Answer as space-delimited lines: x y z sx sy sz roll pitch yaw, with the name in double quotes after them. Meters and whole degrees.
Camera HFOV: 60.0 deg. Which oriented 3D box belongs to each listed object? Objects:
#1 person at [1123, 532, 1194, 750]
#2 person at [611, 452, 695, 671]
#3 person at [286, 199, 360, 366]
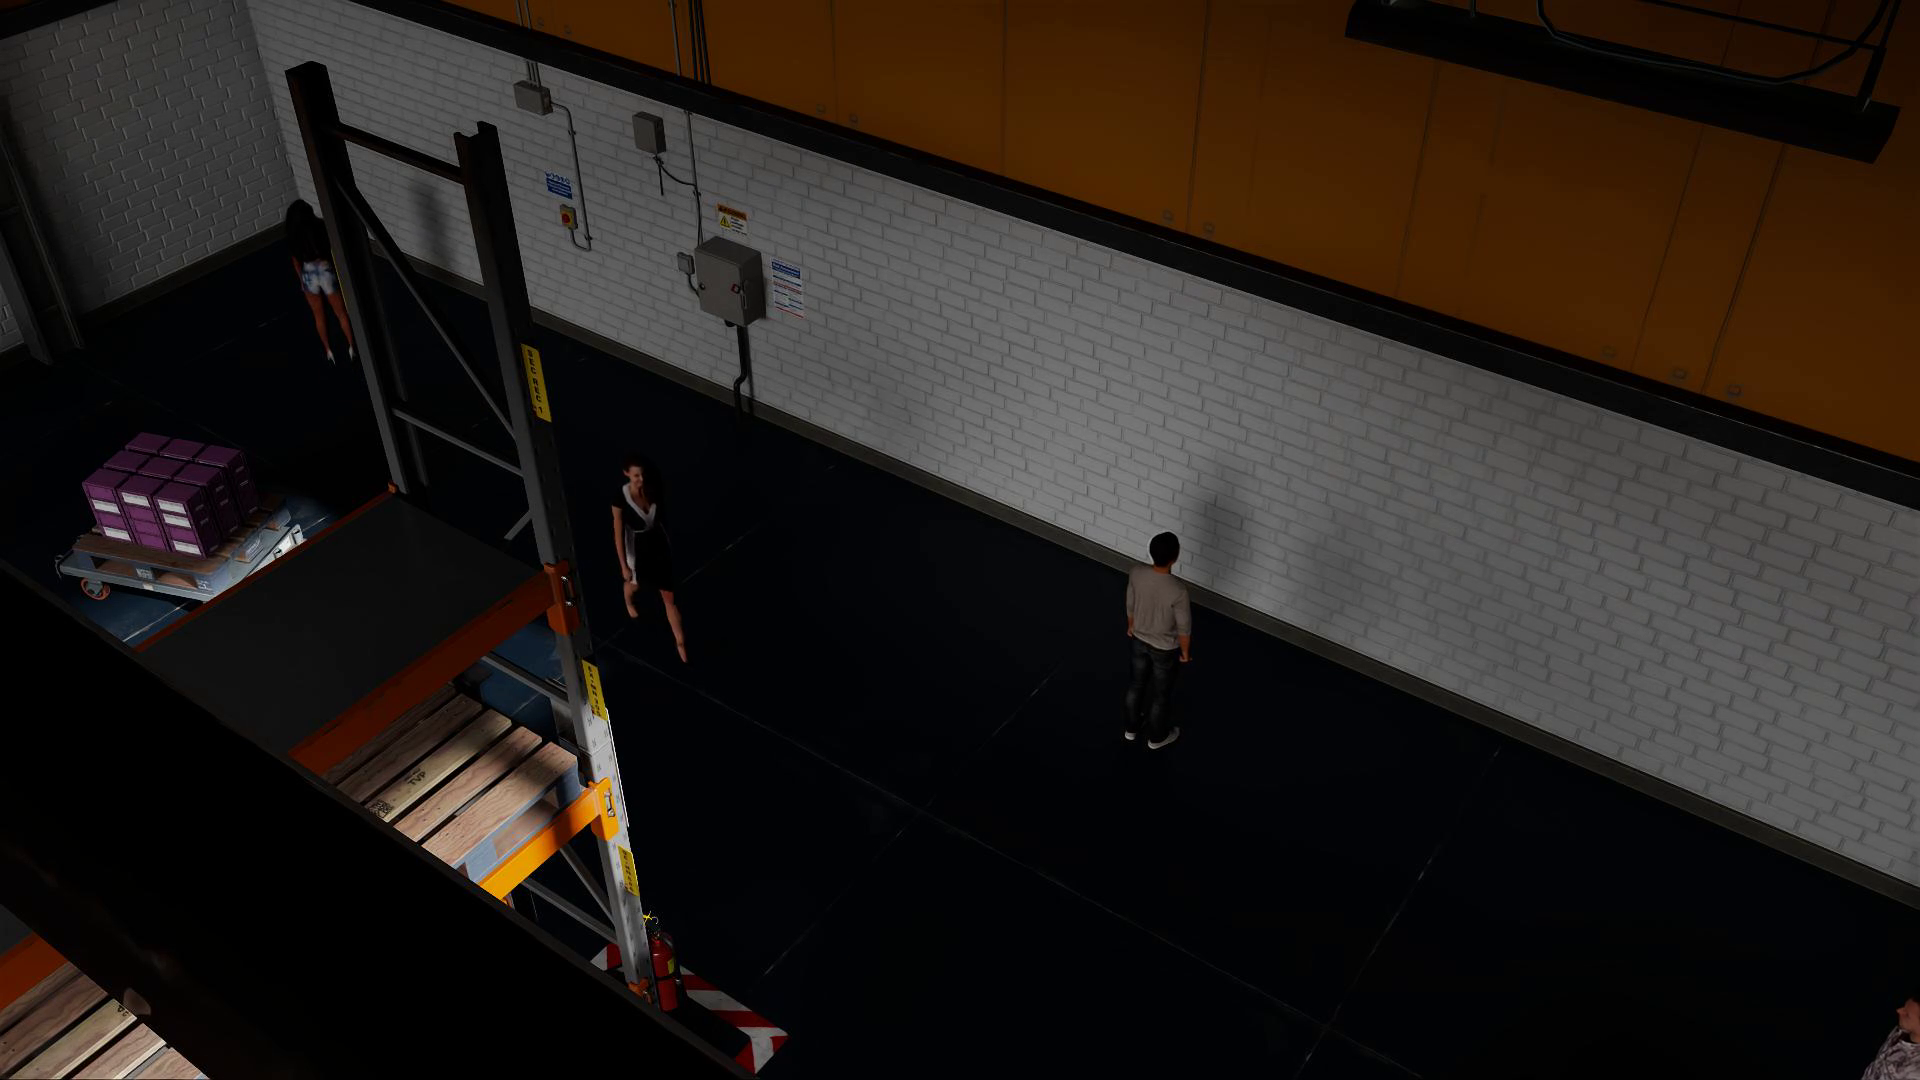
1.322 0.681 11.249 0.655 1.812 0.541 26 45 28 "person"
-2.327 0.074 12.058 1.132 1.749 0.893 -26 46 -29 "person"
-5.829 -2.344 15.190 0.674 1.620 0.742 -10 40 -13 "person"
